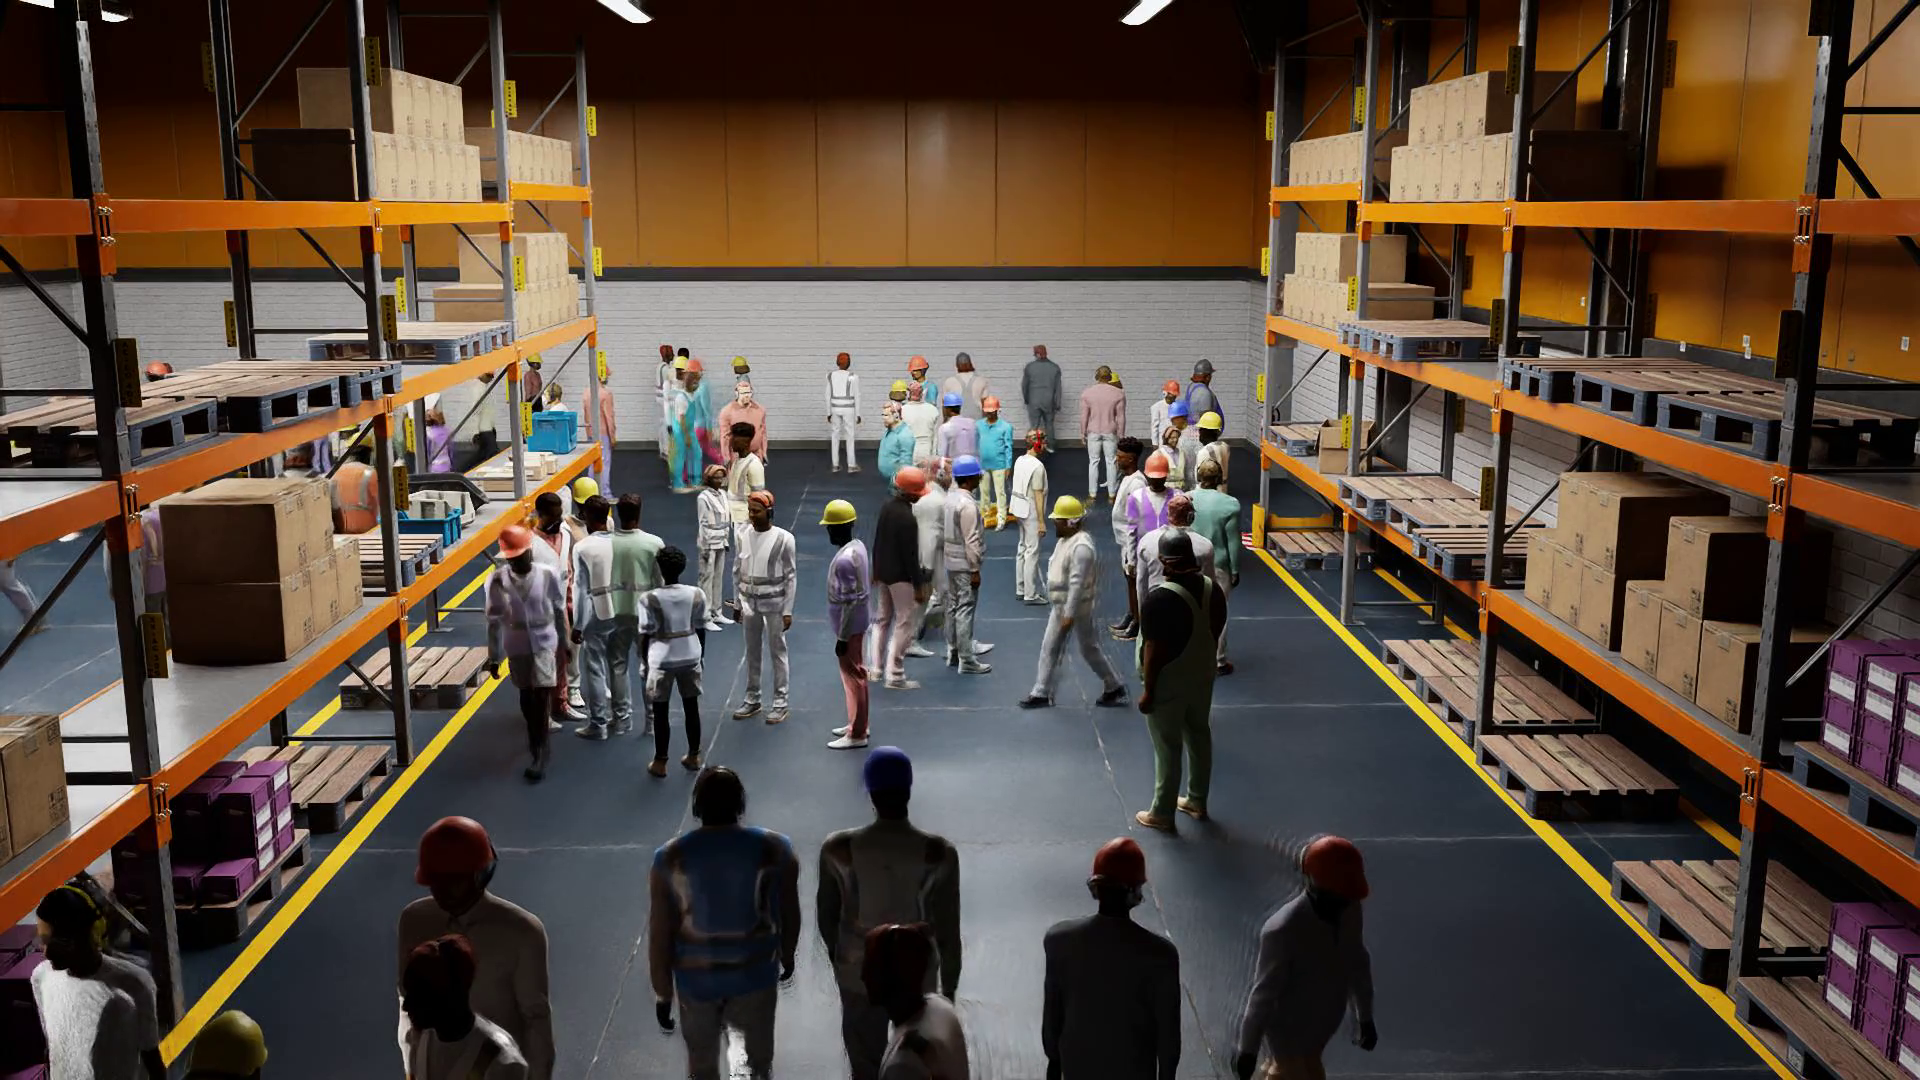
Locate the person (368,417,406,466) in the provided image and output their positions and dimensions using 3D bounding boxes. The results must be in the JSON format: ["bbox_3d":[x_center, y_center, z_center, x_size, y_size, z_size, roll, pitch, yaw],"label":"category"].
[{"bbox_3d":[-9.133,-1.989,26.200,0.481,1.821,0.999,4,12,19],"label":"person"}]

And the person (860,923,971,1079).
[{"bbox_3d":[-0.184,2.133,5.428,0.902,1.840,0.589,3,12,15],"label":"person"}]

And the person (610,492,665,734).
[{"bbox_3d":[-2.572,0.582,13.026,0.597,1.915,0.371,1,11,4],"label":"person"}]

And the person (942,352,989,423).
[{"bbox_3d":[0.086,-1.852,24.919,0.687,2.000,1.017,-1,11,-5],"label":"person"}]

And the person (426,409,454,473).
[{"bbox_3d":[-6.629,-0.874,21.114,0.334,1.610,0.568,4,12,17],"label":"person"}]

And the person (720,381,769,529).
[{"bbox_3d":[-2.760,-1.092,21.442,0.652,1.906,0.409,-7,13,-31],"label":"person"}]

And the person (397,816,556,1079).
[{"bbox_3d":[-1.768,1.940,6.052,0.621,1.985,0.408,3,12,17],"label":"person"}]

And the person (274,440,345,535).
[{"bbox_3d":[-6.118,-0.008,15.674,0.700,2.000,0.549,0,11,1],"label":"person"}]

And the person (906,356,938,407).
[{"bbox_3d":[-0.558,-1.610,23.749,0.417,2.032,0.605,-8,14,-35],"label":"person"}]

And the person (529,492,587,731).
[{"bbox_3d":[-3.266,0.556,13.188,0.409,1.909,0.593,4,12,21],"label":"person"}]

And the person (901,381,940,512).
[{"bbox_3d":[-0.585,-1.091,21.440,0.642,1.909,0.408,-6,13,-28],"label":"person"}]

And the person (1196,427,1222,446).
[{"bbox_3d":[2.815,-0.485,18.828,0.355,1.737,0.577,6,13,26],"label":"person"}]

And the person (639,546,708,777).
[{"bbox_3d":[-2.080,0.880,12.112,0.535,1.690,0.320,-7,13,-31],"label":"person"}]

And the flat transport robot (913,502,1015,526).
[{"bbox_3d":[-0.034,-0.395,22.069,1.431,0.197,0.652,9,14,37],"label":"flat transport robot"}]

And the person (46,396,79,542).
[{"bbox_3d":[-11.109,-0.933,20.707,0.661,1.885,0.535,4,12,18],"label":"person"}]

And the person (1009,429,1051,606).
[{"bbox_3d":[0.727,-0.233,17.325,0.394,1.836,0.560,-4,12,-19],"label":"person"}]

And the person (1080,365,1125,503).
[{"bbox_3d":[1.995,-1.480,23.308,0.630,1.938,0.366,1,11,7],"label":"person"}]

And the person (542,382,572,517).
[{"bbox_3d":[-5.091,-1.026,21.032,0.367,1.939,0.635,-2,11,-10],"label":"person"}]

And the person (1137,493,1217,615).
[{"bbox_3d":[1.717,0.579,13.069,0.650,1.905,0.401,6,13,29],"label":"person"}]

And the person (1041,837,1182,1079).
[{"bbox_3d":[0.589,1.994,6.411,0.571,1.736,0.386,6,13,29],"label":"person"}]

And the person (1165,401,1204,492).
[{"bbox_3d":[2.705,-0.684,19.443,0.721,1.905,0.624,-11,15,-43],"label":"person"}]

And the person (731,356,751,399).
[{"bbox_3d":[-3.535,-2.109,26.978,0.321,1.737,0.484,0,11,-2],"label":"person"}]

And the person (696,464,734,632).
[{"bbox_3d":[-2.416,0.065,16.325,0.314,1.636,0.515,4,12,18],"label":"person"}]

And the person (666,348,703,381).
[{"bbox_3d":[-4.413,-2.142,26.721,0.584,1.910,0.396,-2,12,-12],"label":"person"}]

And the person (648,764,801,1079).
[{"bbox_3d":[-0.990,1.831,7.098,0.639,1.782,0.969,-1,11,-6],"label":"person"}]

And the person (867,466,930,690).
[{"bbox_3d":[-0.558,0.309,14.349,0.394,1.952,0.790,-6,13,-28],"label":"person"}]

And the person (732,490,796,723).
[{"bbox_3d":[-1.584,0.533,13.359,0.574,1.882,0.356,5,13,25],"label":"person"}]

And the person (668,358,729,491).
[{"bbox_3d":[-3.801,-1.713,24.483,1.027,1.945,0.625,-5,12,-25],"label":"person"}]

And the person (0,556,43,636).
[{"bbox_3d":[-9.180,-0.010,15.681,0.682,2.000,0.974,2,12,12],"label":"person"}]

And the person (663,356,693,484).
[{"bbox_3d":[-4.173,-1.793,24.909,0.378,1.927,0.584,8,14,34],"label":"person"}]

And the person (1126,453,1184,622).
[{"bbox_3d":[1.790,0.156,15.159,0.549,1.924,0.391,1,11,5],"label":"person"}]

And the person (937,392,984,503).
[{"bbox_3d":[-0.001,-0.809,19.975,0.695,1.936,0.455,-8,14,-33],"label":"person"}]
